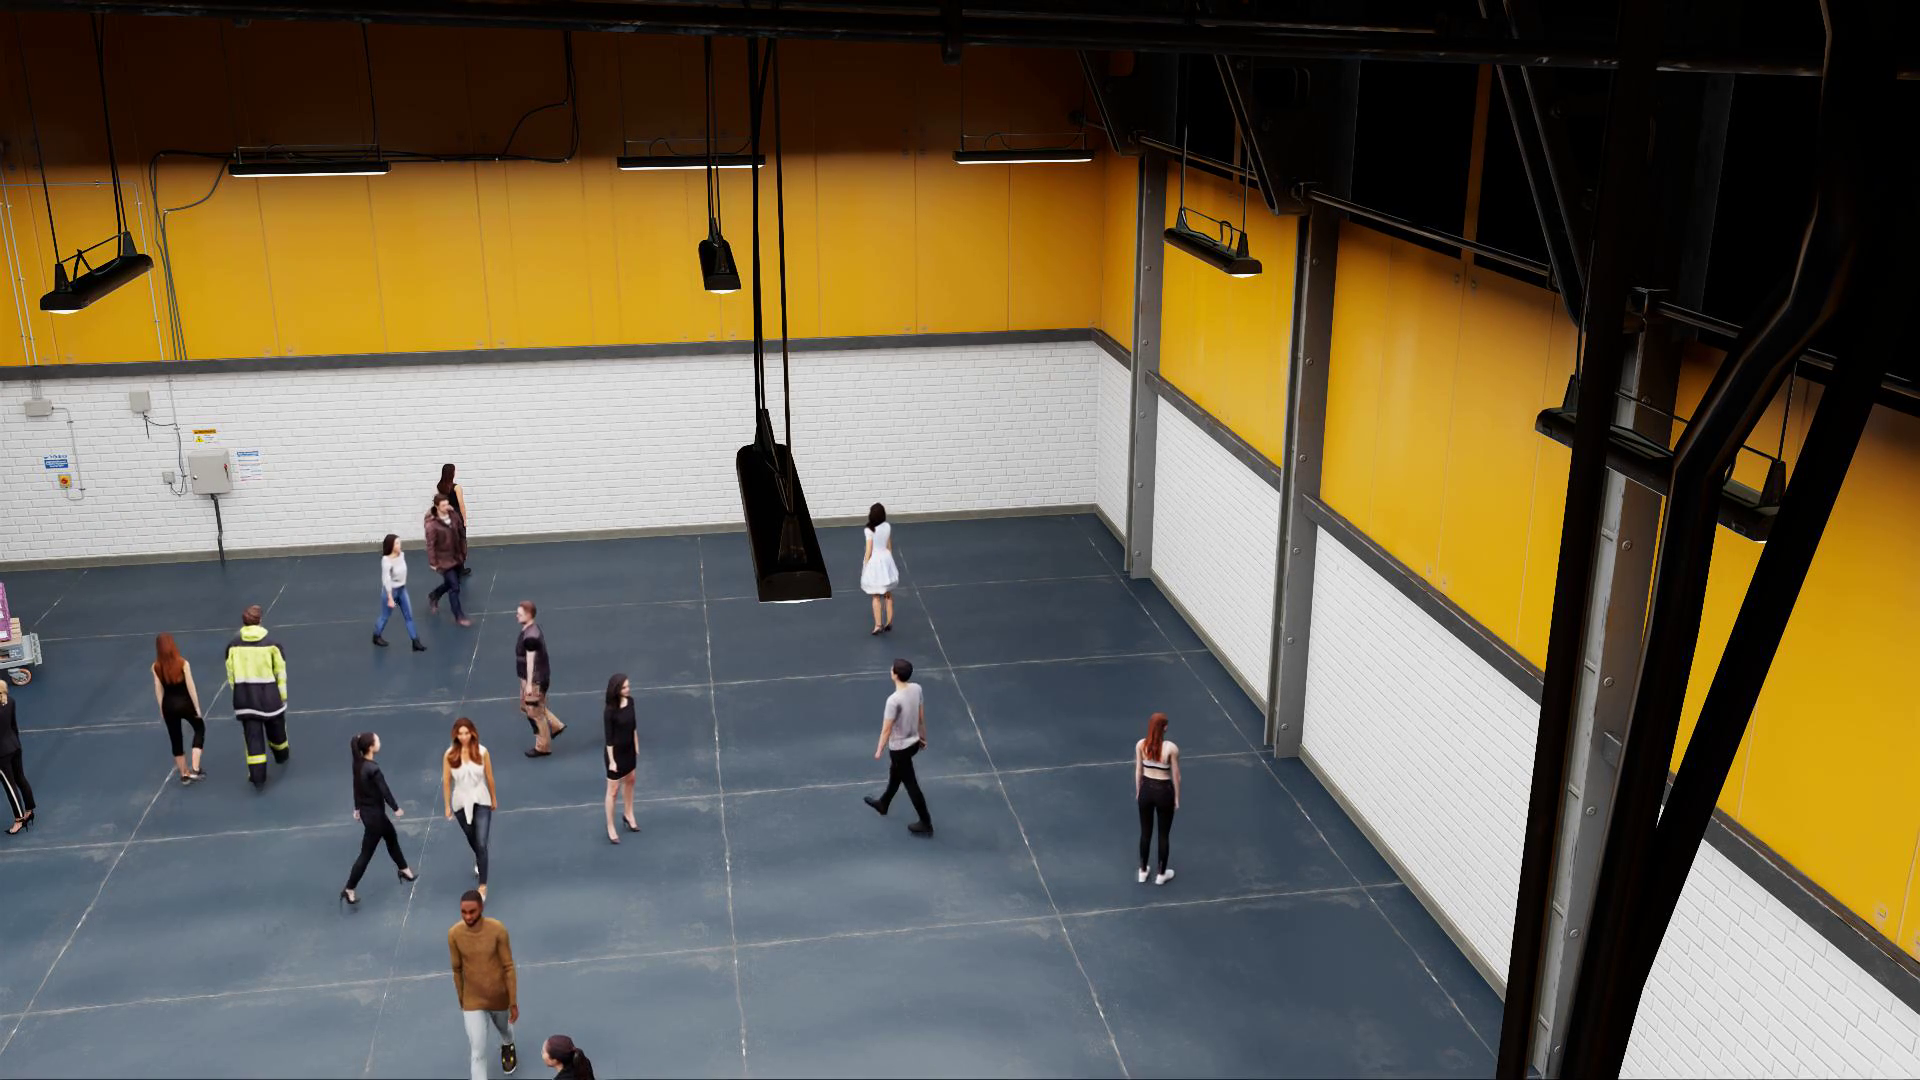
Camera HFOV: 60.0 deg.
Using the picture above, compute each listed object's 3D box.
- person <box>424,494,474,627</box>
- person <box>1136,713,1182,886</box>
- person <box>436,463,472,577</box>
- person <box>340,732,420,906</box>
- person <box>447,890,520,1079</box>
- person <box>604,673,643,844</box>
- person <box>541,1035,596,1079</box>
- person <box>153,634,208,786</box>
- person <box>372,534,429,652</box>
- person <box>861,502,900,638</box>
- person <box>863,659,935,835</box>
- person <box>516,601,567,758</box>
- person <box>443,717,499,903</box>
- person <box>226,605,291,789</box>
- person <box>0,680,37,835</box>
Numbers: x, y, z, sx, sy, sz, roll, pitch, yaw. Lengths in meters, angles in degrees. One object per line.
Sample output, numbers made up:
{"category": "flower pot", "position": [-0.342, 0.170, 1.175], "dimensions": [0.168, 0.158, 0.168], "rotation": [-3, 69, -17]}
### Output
{"category": "person", "position": [-6.938, 0.245, 22.356], "dimensions": [1.195, 1.811, 1.186], "rotation": [10, 21, 27]}
{"category": "person", "position": [1.873, 2.458, 15.892], "dimensions": [0.661, 1.742, 0.676], "rotation": [8, 20, 22]}
{"category": "person", "position": [-7.380, -0.295, 24.151], "dimensions": [0.658, 1.688, 0.681], "rotation": [6, 19, 16]}
{"category": "person", "position": [-5.536, 2.631, 15.488], "dimensions": [0.958, 1.672, 1.039], "rotation": [-16, 24, -39]}
{"category": "person", "position": [-3.622, 3.470, 12.833], "dimensions": [0.638, 1.776, 1.170], "rotation": [-3, 19, -9]}
{"category": "person", "position": [-3.407, 2.163, 16.681], "dimensions": [0.733, 1.796, 0.662], "rotation": [11, 21, 29]}
{"category": "person", "position": [-2.484, 4.094, 11.251], "dimensions": [0.918, 1.603, 1.120], "rotation": [3, 19, 10]}
{"category": "person", "position": [-8.377, 1.837, 17.770], "dimensions": [0.620, 1.721, 0.578], "rotation": [-1, 19, -4]}
{"category": "person", "position": [-7.330, 0.696, 21.361], "dimensions": [0.996, 1.591, 1.081], "rotation": [5, 19, 15]}
{"category": "person", "position": [-1.065, 0.385, 21.933], "dimensions": [0.839, 1.815, 0.882], "rotation": [-14, 23, -36]}
{"category": "person", "position": [-0.498, 2.124, 16.761], "dimensions": [1.222, 1.820, 1.179], "rotation": [12, 22, 31]}
{"category": "person", "position": [-4.638, 1.532, 18.513], "dimensions": [0.782, 1.823, 0.686], "rotation": [-6, 19, -17]}
{"category": "person", "position": [-4.641, 2.488, 15.812], "dimensions": [0.607, 1.736, 1.097], "rotation": [-3, 19, -9]}
{"category": "person", "position": [-7.545, 1.701, 17.828], "dimensions": [0.815, 1.940, 1.220], "rotation": [-4, 19, -12]}
{"category": "person", "position": [-9.646, 2.160, 16.833], "dimensions": [0.718, 1.705, 0.544], "rotation": [1, 19, 3]}
